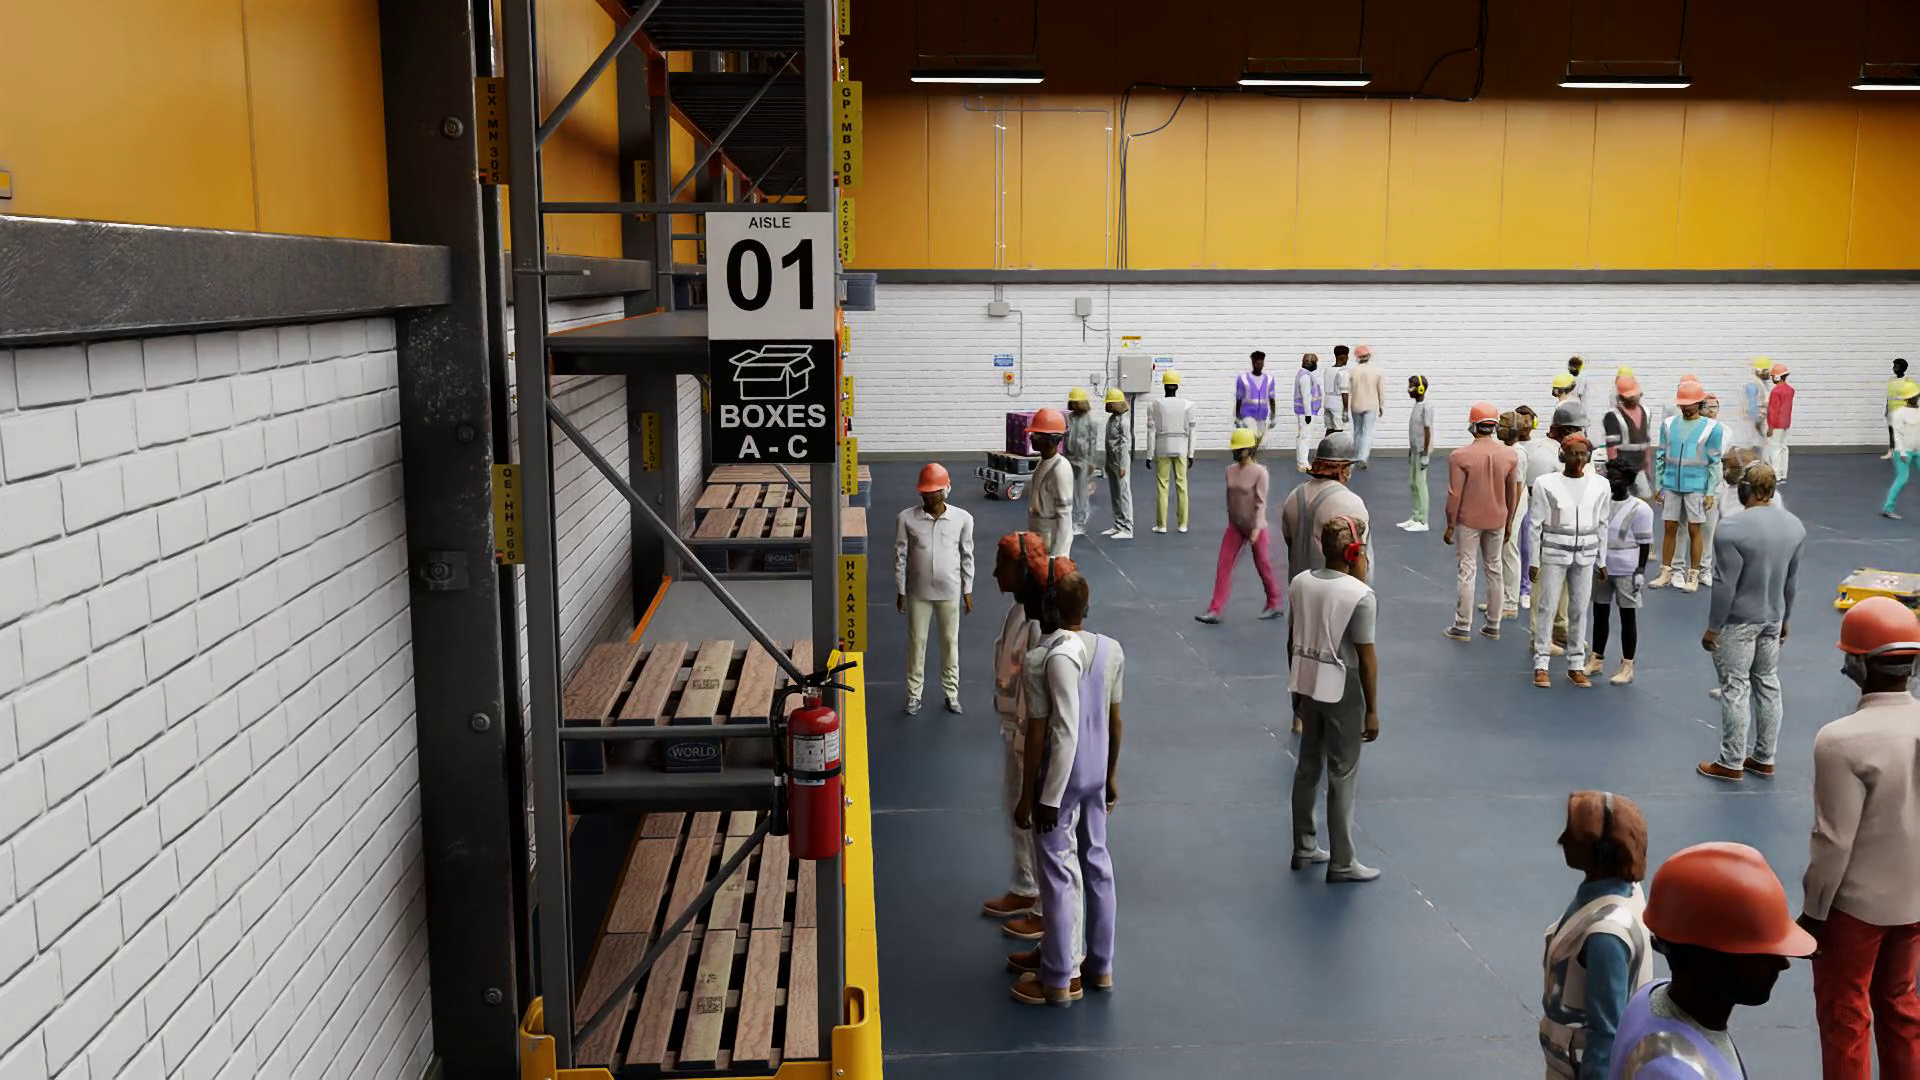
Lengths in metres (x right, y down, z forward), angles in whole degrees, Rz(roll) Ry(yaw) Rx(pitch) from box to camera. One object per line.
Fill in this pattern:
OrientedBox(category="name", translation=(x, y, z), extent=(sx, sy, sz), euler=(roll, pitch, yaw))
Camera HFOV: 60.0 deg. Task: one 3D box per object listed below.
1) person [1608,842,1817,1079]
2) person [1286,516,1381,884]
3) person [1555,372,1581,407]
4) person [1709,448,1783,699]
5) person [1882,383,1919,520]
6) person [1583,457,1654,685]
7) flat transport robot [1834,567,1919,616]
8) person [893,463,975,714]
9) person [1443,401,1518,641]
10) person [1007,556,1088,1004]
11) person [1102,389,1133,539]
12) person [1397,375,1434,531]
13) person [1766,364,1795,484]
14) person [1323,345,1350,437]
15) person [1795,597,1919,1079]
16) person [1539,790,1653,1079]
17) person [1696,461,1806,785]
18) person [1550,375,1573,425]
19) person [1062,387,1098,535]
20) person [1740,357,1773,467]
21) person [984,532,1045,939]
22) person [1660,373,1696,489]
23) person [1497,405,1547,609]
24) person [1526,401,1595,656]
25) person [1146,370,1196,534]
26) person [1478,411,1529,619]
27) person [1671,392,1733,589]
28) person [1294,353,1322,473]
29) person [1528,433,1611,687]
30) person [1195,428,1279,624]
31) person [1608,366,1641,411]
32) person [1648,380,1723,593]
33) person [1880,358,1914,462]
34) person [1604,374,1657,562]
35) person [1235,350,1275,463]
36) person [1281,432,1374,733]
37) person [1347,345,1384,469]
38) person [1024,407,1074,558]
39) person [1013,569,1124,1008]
OrientedBox(category="person", translation=(1.462, 1.541, 3.356), extent=(0.361, 1.939, 0.542), euler=(3, 10, 19))
OrientedBox(category="person", translation=(1.861, 0.796, 8.332), extent=(0.382, 1.842, 0.571), euler=(-6, 11, -31))
OrientedBox(category="person", translation=(7.935, -1.314, 21.837), extent=(0.532, 1.766, 0.326), euler=(-7, 11, -38))
OrientedBox(category="person", translation=(5.694, 0.232, 12.055), extent=(0.833, 1.791, 0.528), euler=(-9, 13, -44))
OrientedBox(category="person", translation=(11.792, -1.063, 20.482), extent=(0.593, 1.732, 0.618), euler=(-1, 9, -6))
OrientedBox(category="person", translation=(4.879, 0.225, 12.374), extent=(0.321, 1.697, 0.535), euler=(-6, 11, -32))
OrientedBox(category="flat transport robot", translation=(8.539, 0.467, 15.325), extent=(0.652, 0.197, 1.431), euler=(7, 11, 35))
OrientedBox(category="person", translation=(-0.180, 0.337, 11.509), extent=(0.567, 1.748, 0.327), euler=(-1, 9, -4))
OrientedBox(category="person", translation=(4.309, -0.150, 13.804), extent=(0.612, 1.995, 0.382), euler=(-2, 9, -10))
OrientedBox(category="person", translation=(0.381, 0.994, 6.977), extent=(0.356, 1.882, 0.573), euler=(0, 9, 0))
OrientedBox(category="person", translation=(1.806, -0.881, 19.229), extent=(0.353, 1.737, 0.483), euler=(-3, 9, -16))
OrientedBox(category="person", translation=(5.438, -1.028, 19.766), extent=(0.325, 1.858, 0.512), euler=(-1, 9, -4))
OrientedBox(category="person", translation=(11.891, -1.688, 24.219), extent=(0.573, 1.746, 0.345), euler=(-8, 12, -41))
OrientedBox(category="person", translation=(5.887, -2.067, 25.973), extent=(0.371, 1.958, 0.598), euler=(-3, 10, -21))
OrientedBox(category="person", translation=(2.995, 1.173, 5.497), extent=(0.622, 1.990, 0.388), euler=(-4, 10, -23))
OrientedBox(category="person", translation=(1.760, 1.488, 4.623), extent=(0.311, 1.642, 0.513), euler=(4, 10, 22))
OrientedBox(category="person", translation=(4.716, 0.492, 9.945), extent=(0.638, 1.938, 0.356), euler=(-3, 10, -20))
OrientedBox(category="person", translation=(7.640, -1.218, 21.228), extent=(0.313, 1.768, 0.527), euler=(4, 10, 25))
OrientedBox(category="person", translation=(1.406, -0.930, 19.522), extent=(0.515, 1.745, 0.357), euler=(7, 12, 39))
OrientedBox(category="person", translation=(12.104, -1.845, 25.030), extent=(0.716, 1.805, 0.604), euler=(8, 12, 42))
OrientedBox(category="person", translation=(0.320, 0.889, 7.661), extent=(0.350, 1.878, 0.574), euler=(-2, 9, -11))
OrientedBox(category="person", translation=(9.500, -1.312, 21.856), extent=(0.569, 1.750, 0.343), euler=(6, 11, 35))
OrientedBox(category="person", translation=(5.093, -0.298, 15.126), extent=(0.516, 1.871, 0.325), euler=(3, 9, 17))
OrientedBox(category="person", translation=(4.872, -0.099, 13.341), extent=(0.694, 2.000, 0.535), euler=(-8, 12, -39))
OrientedBox(category="person", translation=(2.471, -1.032, 19.549), extent=(0.585, 1.928, 0.378), euler=(-1, 9, -5))
OrientedBox(category="person", translation=(4.829, -0.220, 14.712), extent=(0.345, 1.847, 0.506), euler=(1, 9, 8))
OrientedBox(category="person", translation=(7.193, -0.479, 16.142), extent=(0.643, 1.909, 0.410), euler=(-1, 9, -9))
OrientedBox(category="person", translation=(5.359, -1.958, 25.644), extent=(0.429, 1.842, 0.626), euler=(1, 9, 7))
OrientedBox(category="person", translation=(4.479, 0.152, 12.247), extent=(0.585, 1.883, 0.344), euler=(0, 9, 2))
OrientedBox(category="person", translation=(2.476, -0.119, 14.481), extent=(0.910, 1.711, 0.525), euler=(-7, 12, -39))
OrientedBox(category="person", translation=(9.544, -1.639, 23.966), extent=(0.488, 1.736, 0.317), euler=(-2, 9, -12))
OrientedBox(category="person", translation=(6.941, -0.510, 15.931), extent=(0.382, 2.038, 0.606), euler=(-9, 13, -44))
OrientedBox(category="person", translation=(15.299, -2.116, 27.112), extent=(0.322, 1.691, 0.532), euler=(-2, 9, -10))
OrientedBox(category="person", translation=(7.079, -0.757, 17.560), extent=(0.643, 2.022, 0.405), euler=(-4, 10, -25))
OrientedBox(category="person", translation=(4.414, -1.902, 25.027), extent=(0.603, 1.935, 0.920), euler=(-2, 9, -12))
OrientedBox(category="person", translation=(2.433, 0.298, 10.847), extent=(0.535, 2.000, 0.680), euler=(-5, 10, -29))
OrientedBox(category="person", translation=(6.359, -2.093, 26.187), extent=(0.620, 1.952, 0.941), euler=(3, 10, 18))
OrientedBox(category="person", translation=(0.658, 0.021, 12.566), extent=(0.374, 2.048, 0.605), euler=(-2, 9, -12))
OrientedBox(category="person", translation=(0.452, 1.018, 6.934), extent=(0.517, 1.844, 0.326), euler=(-6, 11, -34))
